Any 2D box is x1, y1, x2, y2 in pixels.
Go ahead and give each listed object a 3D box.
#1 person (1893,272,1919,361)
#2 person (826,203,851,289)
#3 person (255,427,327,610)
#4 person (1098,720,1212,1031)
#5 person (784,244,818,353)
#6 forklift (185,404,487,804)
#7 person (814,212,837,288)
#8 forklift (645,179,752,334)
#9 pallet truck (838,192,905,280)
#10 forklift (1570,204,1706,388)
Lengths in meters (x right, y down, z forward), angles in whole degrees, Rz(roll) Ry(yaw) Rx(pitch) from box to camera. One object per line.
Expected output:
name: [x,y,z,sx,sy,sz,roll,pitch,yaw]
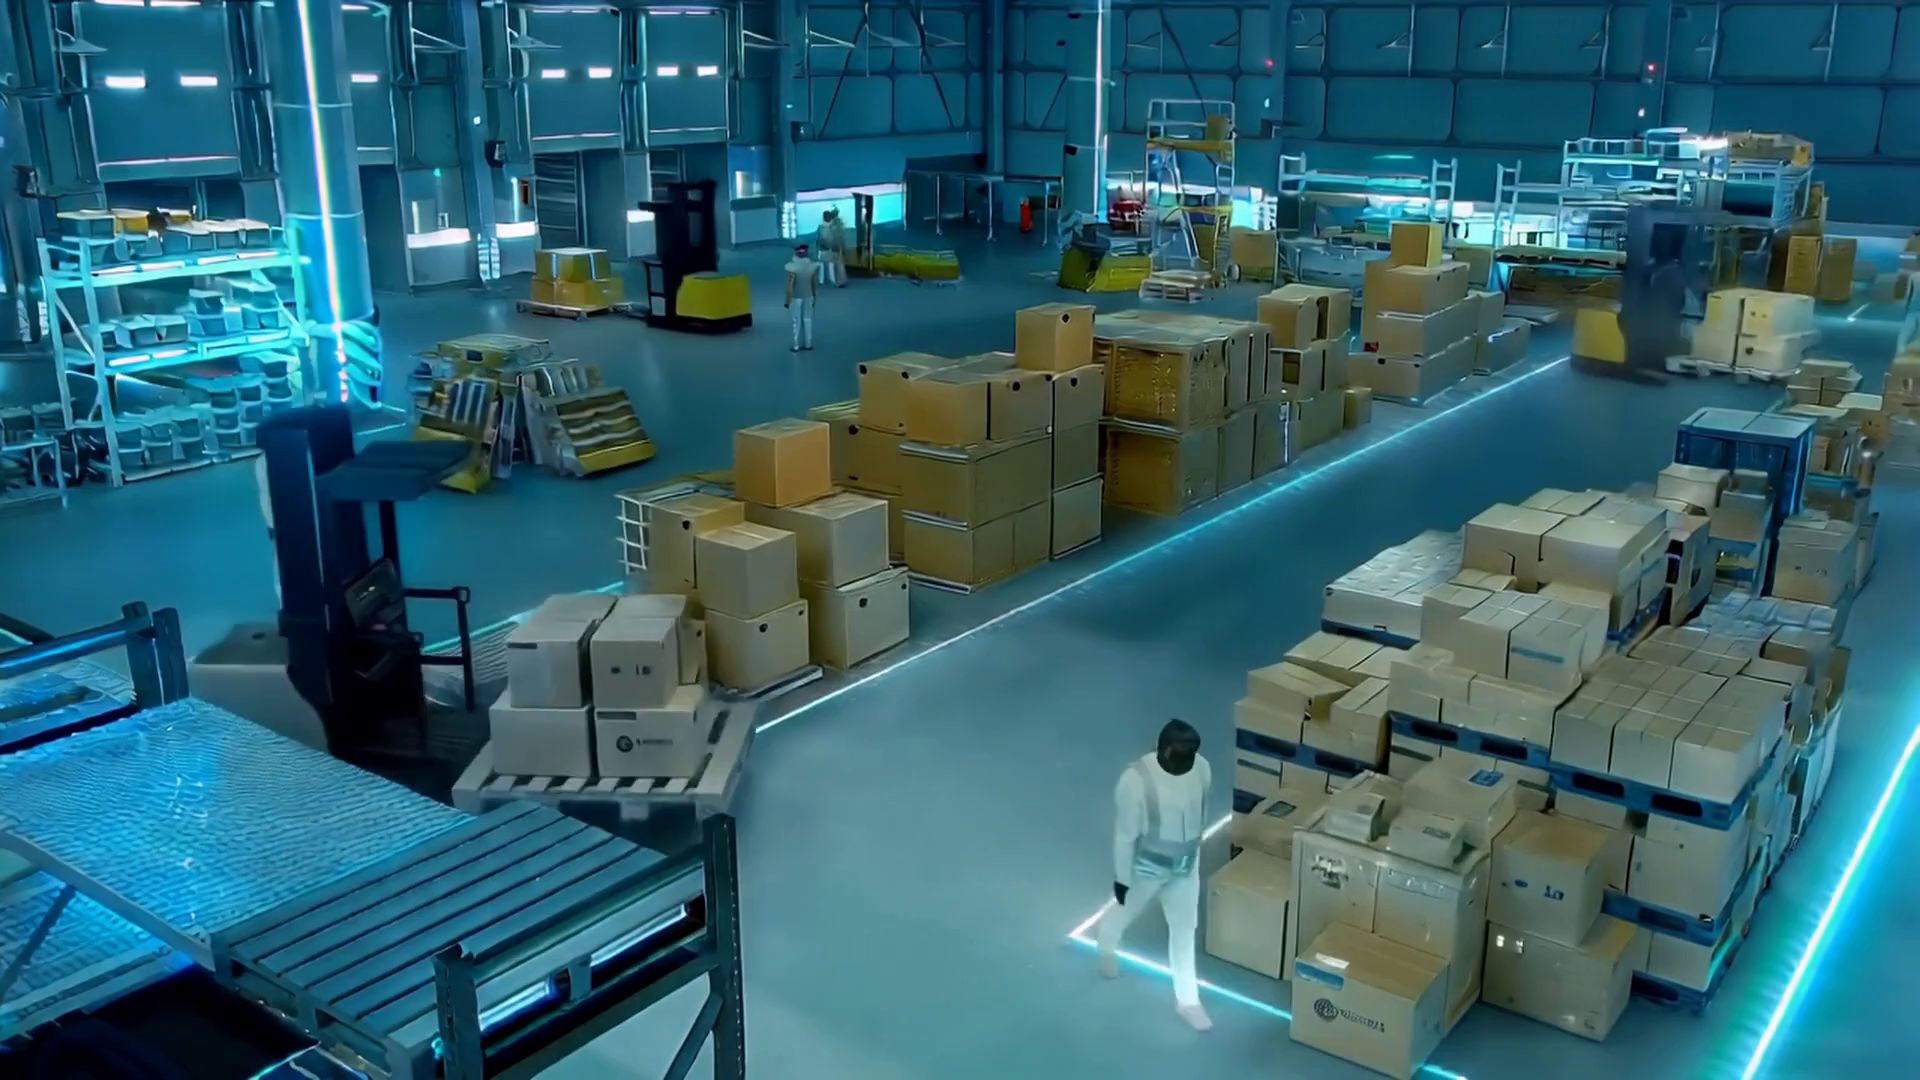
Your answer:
person: [16.401,-3.898,28.405,1.009,1.873,0.661,-9,19,-28]
person: [-2.718,-6.578,37.244,0.530,1.904,0.722,-6,18,-19]
person: [-6.465,-0.221,16.109,0.356,1.938,0.633,9,19,27]
person: [1.125,1.828,9.584,0.656,1.797,0.948,-8,19,-25]
person: [-2.835,-4.310,29.678,0.635,1.928,0.383,-8,19,-26]
forklift: [-4.699,0.443,12.307,1.873,2.768,1.129,1,17,2]
person: [-2.992,-6.492,37.279,0.541,1.700,0.315,0,17,-1]
forklift: [-5.042,-5.468,31.880,1.873,2.768,1.129,12,21,35]
pallet truck: [-1.936,-7.159,38.982,1.885,1.965,0.823,-12,21,-34]
forklift: [11.199,-4.058,27.210,1.129,2.768,1.873,-11,20,-32]
